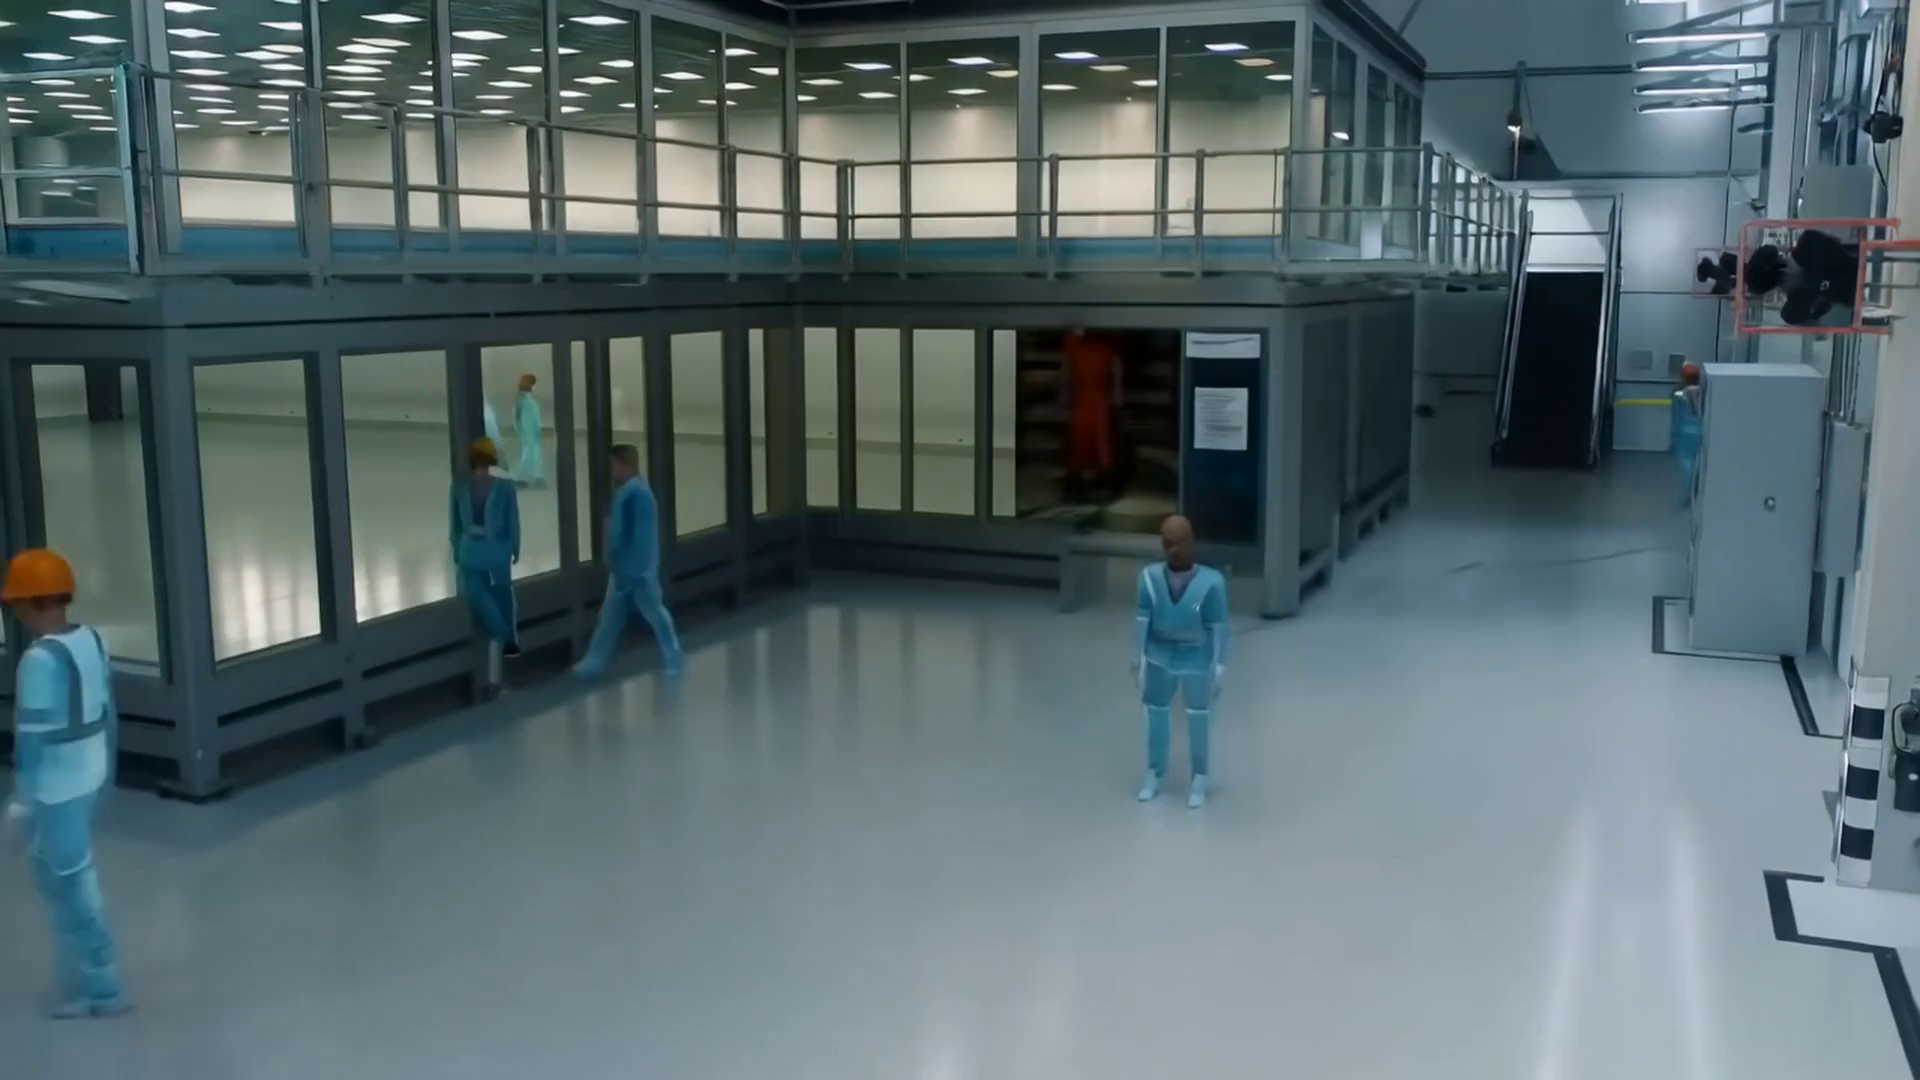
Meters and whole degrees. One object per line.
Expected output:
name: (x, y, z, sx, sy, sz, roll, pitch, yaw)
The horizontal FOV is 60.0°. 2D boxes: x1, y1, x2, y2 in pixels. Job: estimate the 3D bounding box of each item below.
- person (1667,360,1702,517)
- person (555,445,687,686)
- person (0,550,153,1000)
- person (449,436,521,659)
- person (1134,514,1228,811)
person: (9.106, -1.259, 20.709, 0.616, 1.942, 0.408, -2, 9, -12)
person: (-2.460, 0.202, 12.163, 0.958, 1.791, 0.637, -3, 10, -18)
person: (-3.759, 0.991, 6.912, 0.397, 1.922, 0.547, -2, 9, -10)
person: (-3.737, 0.060, 13.129, 0.533, 1.768, 0.310, -2, 9, -10)
person: (1.239, 0.693, 9.437, 0.540, 1.695, 0.317, 4, 10, 22)
